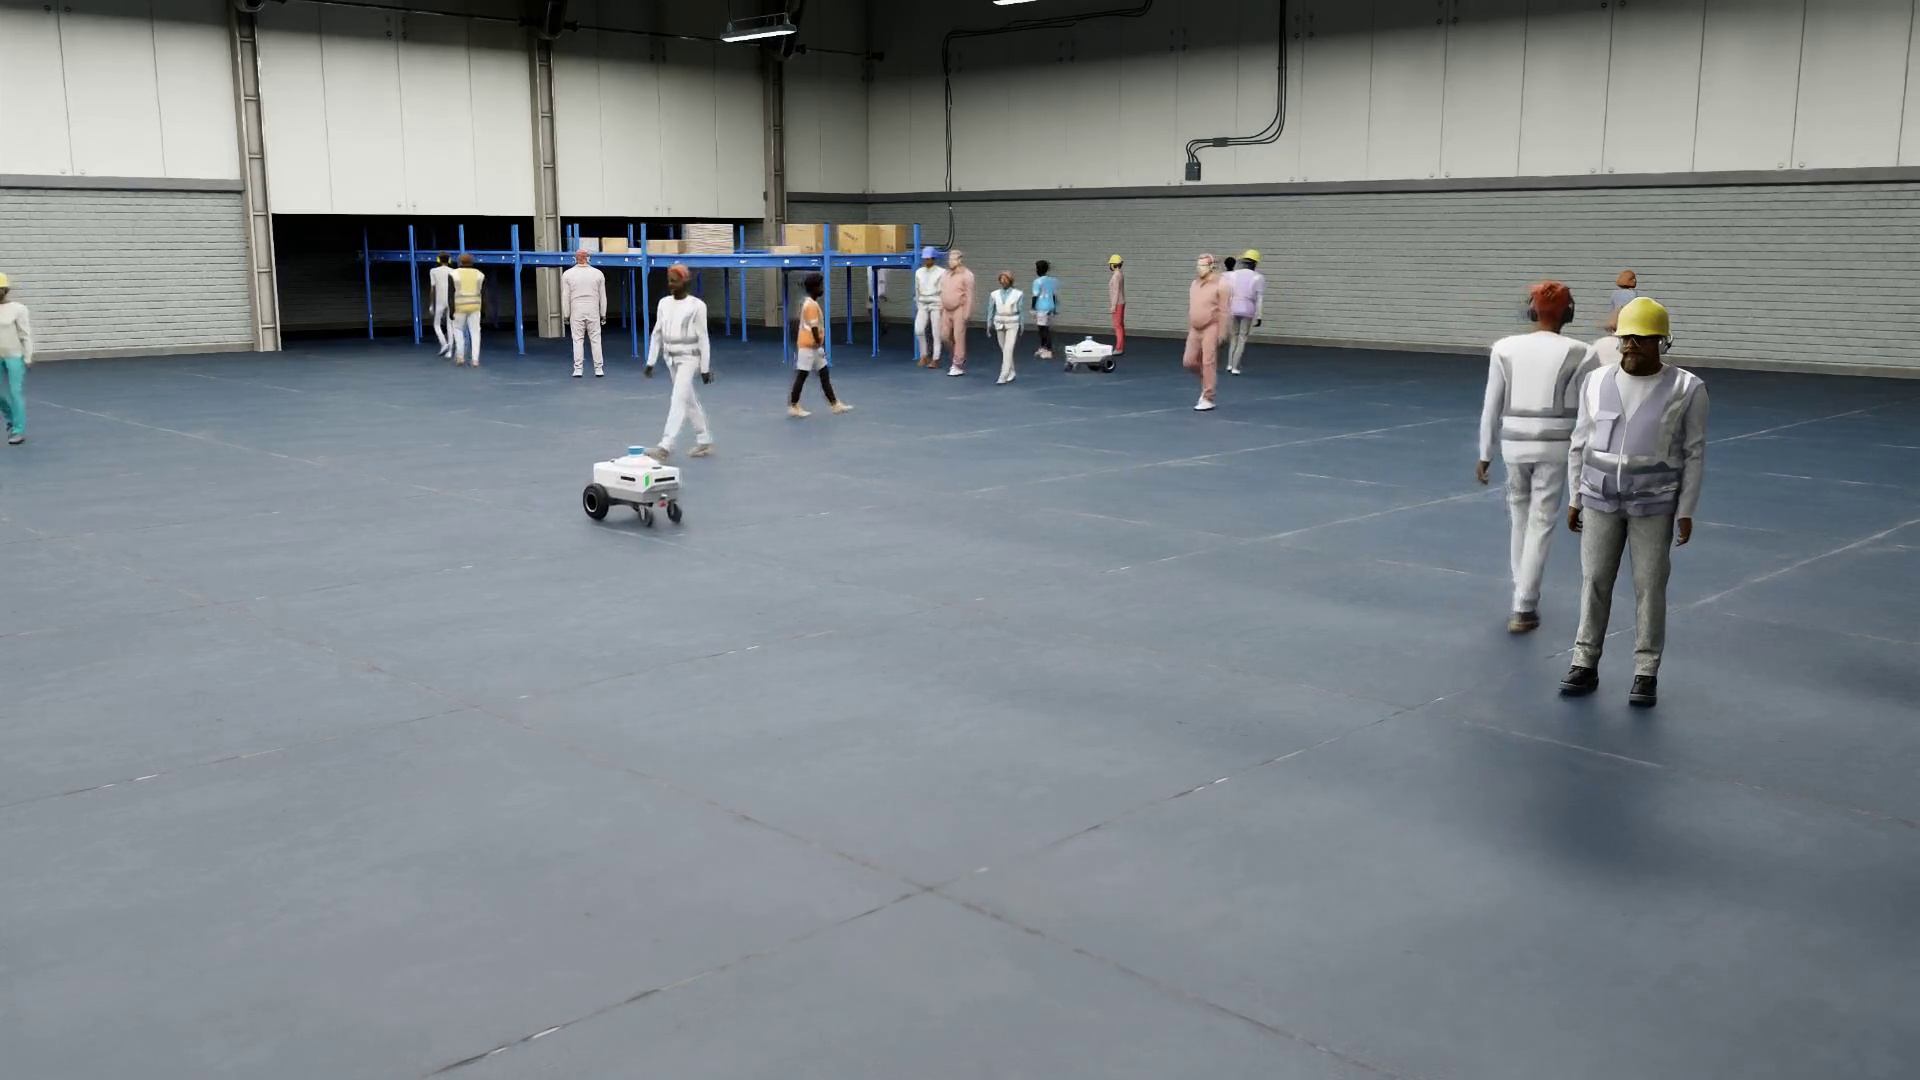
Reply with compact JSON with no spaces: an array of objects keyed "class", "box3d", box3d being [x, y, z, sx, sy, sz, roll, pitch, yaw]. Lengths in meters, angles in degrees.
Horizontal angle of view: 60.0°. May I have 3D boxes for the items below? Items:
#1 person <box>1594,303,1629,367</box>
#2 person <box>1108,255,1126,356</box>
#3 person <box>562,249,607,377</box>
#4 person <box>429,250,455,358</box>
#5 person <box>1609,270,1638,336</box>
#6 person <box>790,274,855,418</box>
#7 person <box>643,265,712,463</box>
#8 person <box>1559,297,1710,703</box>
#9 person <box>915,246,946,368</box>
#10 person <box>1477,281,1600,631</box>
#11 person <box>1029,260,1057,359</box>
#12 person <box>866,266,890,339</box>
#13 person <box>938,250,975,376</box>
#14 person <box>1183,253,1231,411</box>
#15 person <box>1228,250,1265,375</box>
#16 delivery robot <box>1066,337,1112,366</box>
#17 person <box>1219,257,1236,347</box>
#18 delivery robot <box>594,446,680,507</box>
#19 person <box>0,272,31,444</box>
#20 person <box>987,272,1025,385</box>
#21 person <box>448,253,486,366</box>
[{"class":"person","box3d":[4.929,-0.950,12.354,0.353,1.617,0.520,-6,12,-30]},{"class":"person","box3d":[2.760,-4.150,29.404,0.328,1.769,0.526,3,11,17]},{"class":"person","box3d":[-5.629,-3.398,24.933,0.652,1.904,0.402,-3,11,-18]},{"class":"person","box3d":[-8.905,-4.072,28.733,0.571,1.855,0.386,-7,12,-32]},{"class":"person","box3d":[9.137,-2.890,22.889,0.277,1.636,0.507,-3,11,-18]},{"class":"person","box3d":[-1.611,-2.240,19.260,0.830,1.653,0.544,0,10,-1]},{"class":"person","box3d":[-2.666,-1.671,15.715,0.577,1.831,0.989,8,13,37]},{"class":"person","box3d":[3.054,-0.182,7.586,0.586,1.833,0.403,8,13,36]},{"class":"person","box3d":[-0.477,-3.715,26.580,0.606,1.928,0.508,5,11,25]},{"class":"person","box3d":[3.203,-0.471,9.081,0.614,1.856,0.802,8,13,37]},{"class":"person","box3d":[1.394,-3.957,28.578,0.653,1.671,0.554,8,13,37]},{"class":"person","box3d":[-1.656,-5.060,33.960,0.619,1.917,0.550,9,14,41]},{"class":"person","box3d":[-0.065,-3.429,25.129,0.649,1.891,0.447,9,14,40]},{"class":"person","box3d":[3.001,-2.530,20.238,0.452,1.895,0.648,-8,13,-38]},{"class":"person","box3d":[4.316,-3.452,25.272,0.672,1.879,0.610,6,12,31]},{"class":"delivery robot","box3d":[2.005,-2.922,25.876,0.707,0.478,0.477,-5,11,-24]},{"class":"person","box3d":[5.132,-4.535,31.696,0.540,1.695,0.317,1,10,7]},{"class":"delivery robot","box3d":[-2.422,-0.459,12.448,0.707,0.478,0.477,9,14,42]},{"class":"person","box3d":[-9.719,-1.859,16.923,0.539,1.750,0.357,-1,10,-3]},{"class":"person","box3d":[0.668,-3.055,23.911,0.524,1.595,0.878,4,11,23]},{"class":"person","box3d":[-8.079,-3.764,27.166,0.648,1.814,0.765,-6,12,-31]}]
